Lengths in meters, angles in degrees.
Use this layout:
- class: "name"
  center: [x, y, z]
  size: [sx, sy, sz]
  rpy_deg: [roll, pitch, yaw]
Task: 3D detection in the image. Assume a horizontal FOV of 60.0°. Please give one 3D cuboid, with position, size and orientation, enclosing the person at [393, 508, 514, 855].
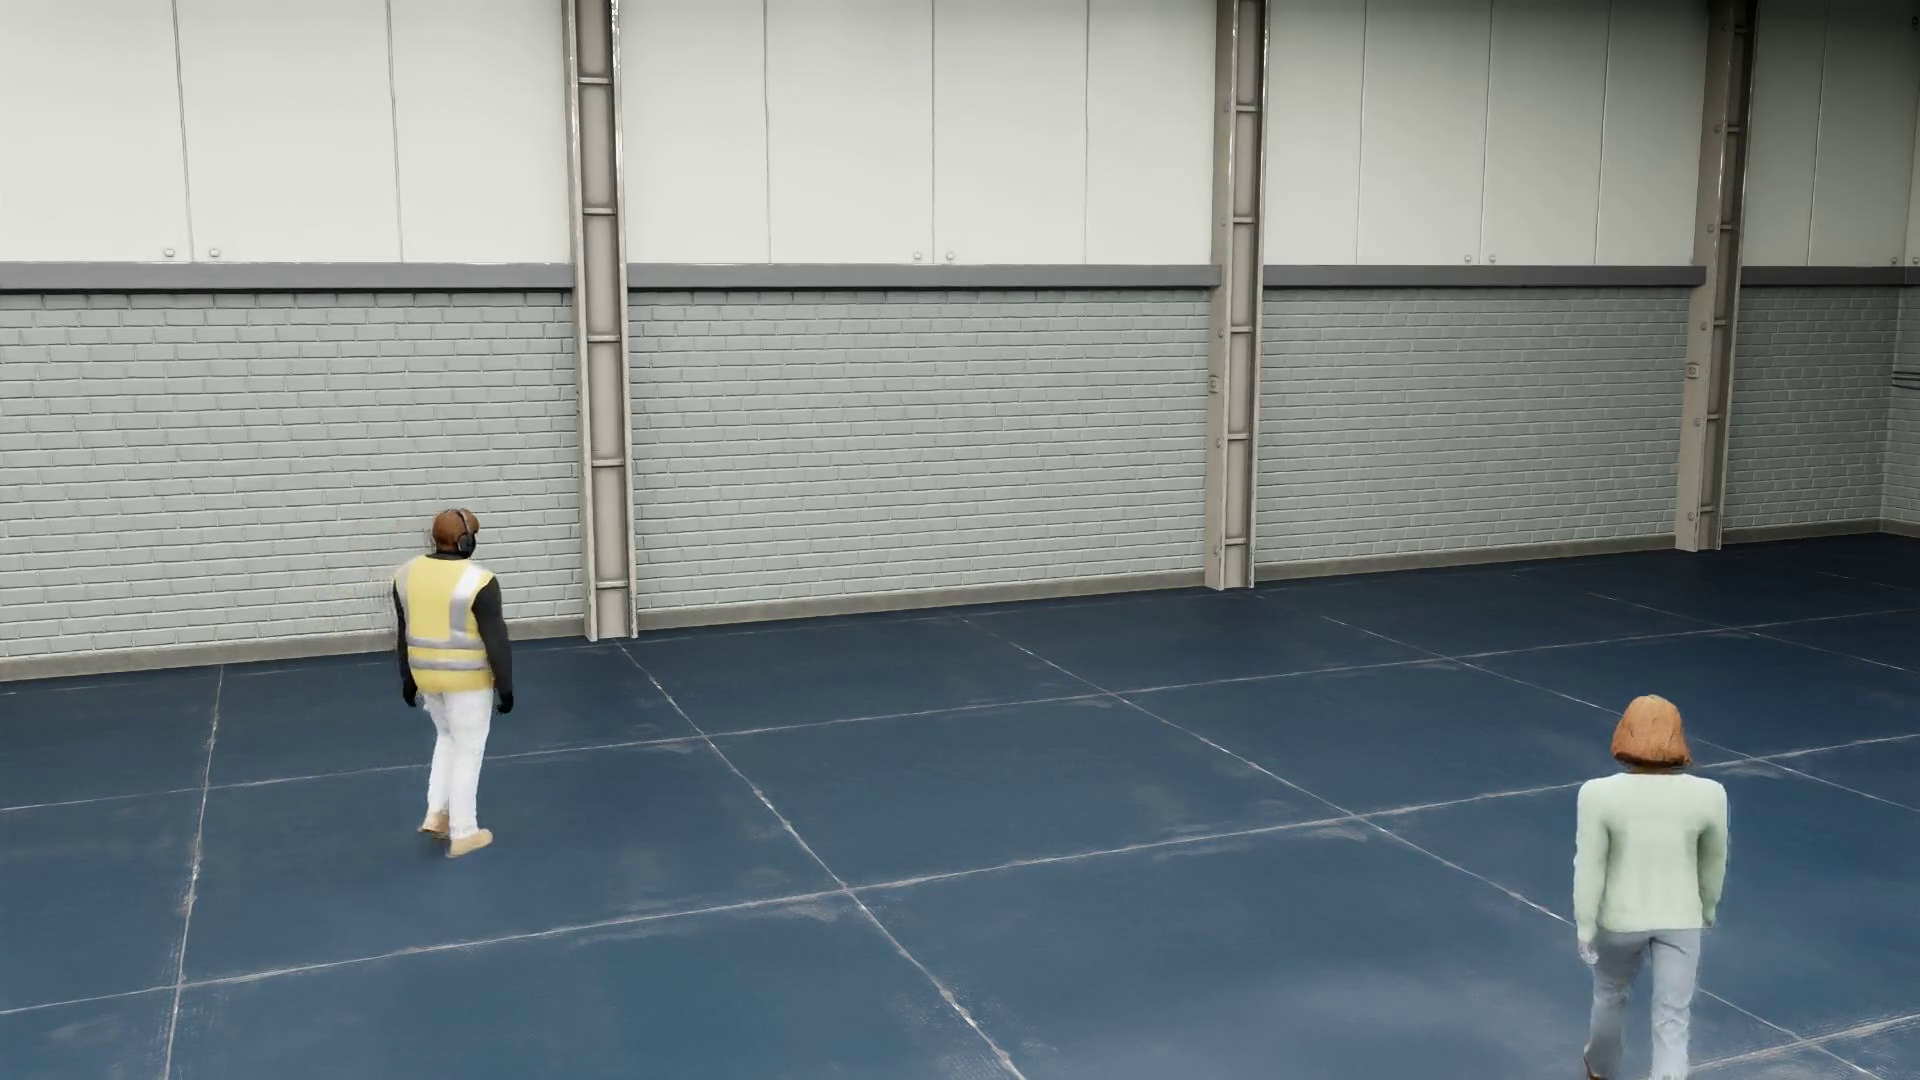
- class: "person"
  center: [-2.634, 0.741, 8.734]
  size: [0.652, 1.826, 0.445]
  rpy_deg: [4, 10, 22]

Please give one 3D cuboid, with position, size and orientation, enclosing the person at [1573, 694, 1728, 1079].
- class: "person"
  center: [2.396, 1.324, 5.821]
  size: [0.515, 1.590, 0.869]
  rpy_deg: [2, 9, 14]
